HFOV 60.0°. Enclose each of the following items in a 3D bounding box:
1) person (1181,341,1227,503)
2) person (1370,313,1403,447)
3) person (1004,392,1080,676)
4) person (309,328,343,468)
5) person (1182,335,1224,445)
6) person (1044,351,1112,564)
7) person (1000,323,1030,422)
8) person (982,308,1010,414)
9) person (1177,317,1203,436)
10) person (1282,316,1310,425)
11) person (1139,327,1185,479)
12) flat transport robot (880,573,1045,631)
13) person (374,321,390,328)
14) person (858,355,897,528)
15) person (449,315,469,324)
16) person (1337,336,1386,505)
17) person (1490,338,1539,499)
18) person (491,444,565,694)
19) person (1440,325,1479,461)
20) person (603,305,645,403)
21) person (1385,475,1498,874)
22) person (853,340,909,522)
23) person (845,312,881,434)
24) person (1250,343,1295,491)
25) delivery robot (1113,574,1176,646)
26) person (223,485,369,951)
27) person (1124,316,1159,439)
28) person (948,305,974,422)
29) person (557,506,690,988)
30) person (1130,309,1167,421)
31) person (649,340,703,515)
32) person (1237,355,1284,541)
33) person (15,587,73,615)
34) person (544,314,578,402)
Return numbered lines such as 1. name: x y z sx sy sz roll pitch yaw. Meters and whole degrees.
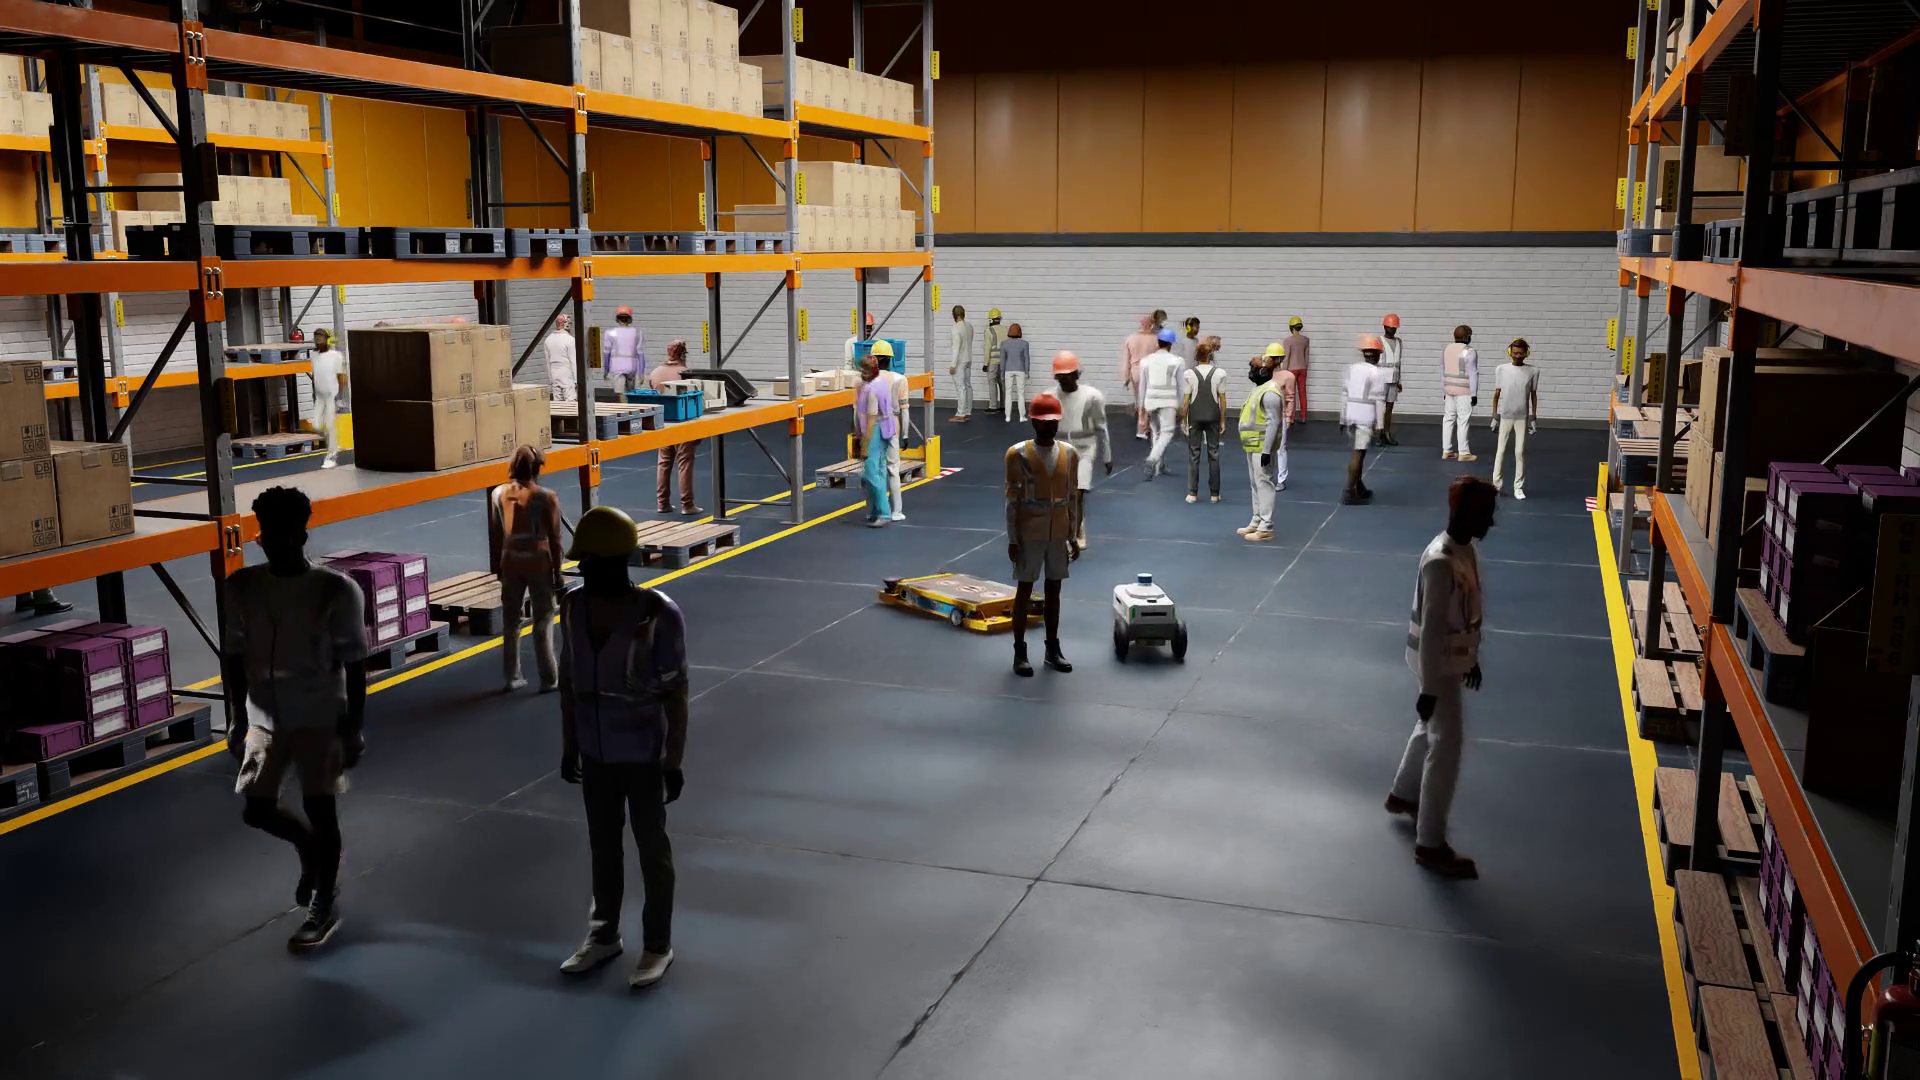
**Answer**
1. person: 2.767 -1.330 18.881 0.506 1.839 0.343 1 10 6
2. person: 6.227 -2.324 24.207 0.550 1.933 0.374 -5 11 -25
3. person: 0.573 -0.045 11.360 0.543 1.939 0.359 -4 11 -21
4. person: -8.316 -1.865 21.861 0.495 1.852 0.417 2 10 11
5. person: 3.592 -2.189 24.334 0.530 1.623 0.510 1 10 5
6. person: 1.097 -0.811 15.614 0.646 1.976 1.054 4 11 22
7. person: 0.911 -2.770 27.562 0.498 1.634 0.280 2 10 10
8. person: 0.612 -3.106 28.898 0.600 1.830 0.403 -9 14 -43
9. person: 3.428 -2.527 25.647 0.781 1.843 0.534 8 13 40
10. person: 5.470 -2.768 27.178 0.526 1.769 0.328 -5 11 -27
11. person: 2.499 -1.703 20.809 0.608 1.917 0.872 6 12 32
12. flat transport robot: 0.032 0.466 13.175 0.652 0.197 1.431 -8 13 -36
13. person: -7.769 -1.998 22.446 0.876 1.897 0.641 1 10 6
14. person: -0.866 -1.028 17.300 0.385 1.803 0.681 1 10 6
15. person: -7.207 -2.192 23.435 0.620 1.949 0.888 9 14 42
16. person: 4.607 -1.352 18.875 0.830 1.892 0.645 -6 12 -32
17. person: 6.390 -1.394 19.183 0.509 1.861 0.329 3 10 15
18. person: -2.817 0.193 10.871 0.521 1.637 0.309 4 11 19
19. person: 6.812 -1.998 22.635 0.429 1.844 0.627 -6 12 -29
20. person: -5.199 -2.631 25.782 0.610 2.005 0.980 -6 11 -28
21. person: 2.309 0.600 7.988 0.503 1.862 0.734 5 11 24
22. person: -0.832 -1.143 17.586 0.589 1.924 0.384 1 10 4
23. person: -1.323 -2.192 23.297 0.608 1.995 0.377 -5 11 -27
24. person: 3.736 -1.464 19.840 0.522 1.769 0.310 9 13 40
25. delivery robot: 1.328 0.487 11.997 0.477 0.478 0.707 -1 10 -5
26. person: -2.766 0.725 6.981 0.640 1.952 0.485 1 10 6
27. person: 2.845 -2.473 25.312 0.649 1.846 1.039 5 11 28
28. person: 0.010 -2.925 27.594 0.371 1.935 0.627 5 11 27
29. person: -1.344 0.811 6.583 0.589 1.923 0.383 5 11 26
30. person: 3.076 -2.784 26.887 0.777 1.916 0.642 9 14 42
31. person: -3.064 -1.224 18.130 0.636 1.899 0.396 5 11 27
32. person: 2.977 -0.914 16.527 0.429 1.842 0.636 0 10 -2
33. person: -7.386 -0.320 13.213 0.601 1.828 0.404 6 12 31
34. person: -5.828 -2.382 24.610 0.643 1.909 0.410 7 12 34
